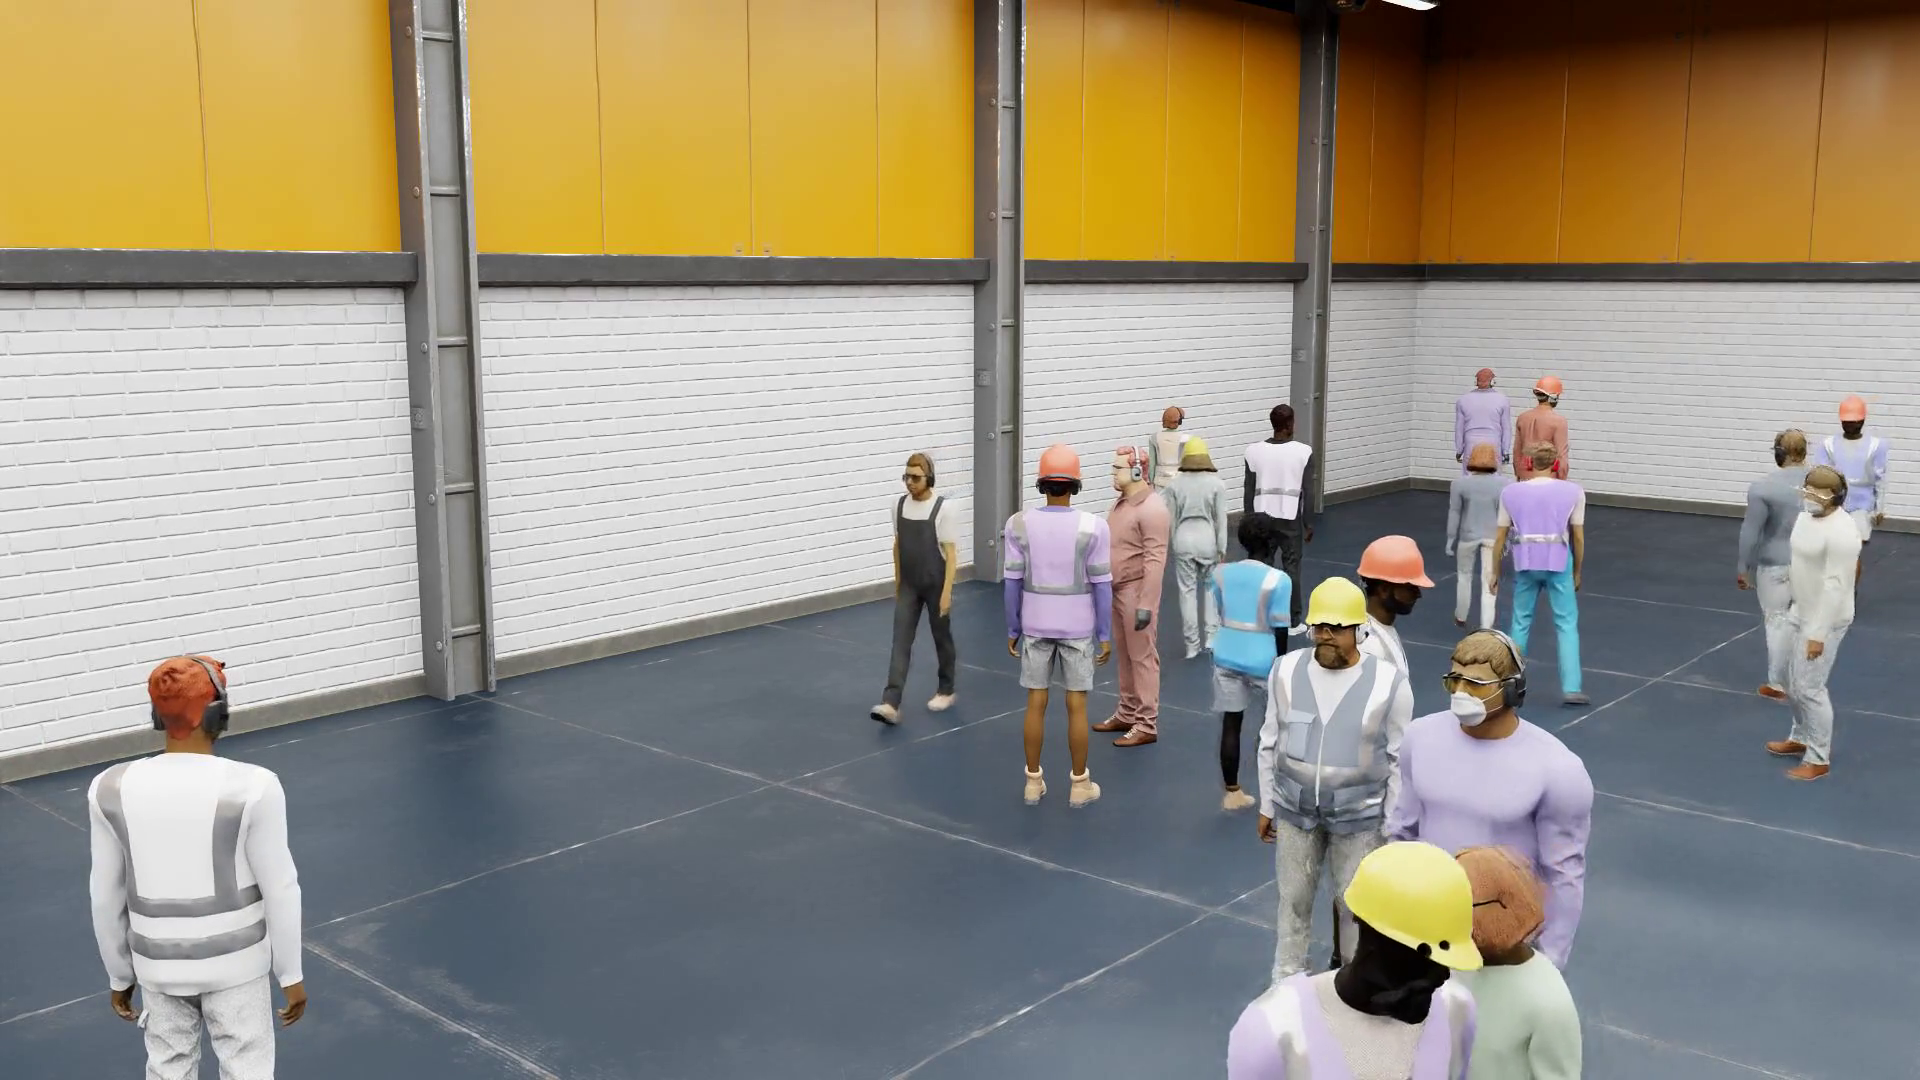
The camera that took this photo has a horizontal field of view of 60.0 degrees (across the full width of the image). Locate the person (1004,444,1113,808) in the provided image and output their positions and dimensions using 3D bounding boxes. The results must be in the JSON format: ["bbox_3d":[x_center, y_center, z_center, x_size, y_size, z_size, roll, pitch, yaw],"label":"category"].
[{"bbox_3d":[0.553,0.482,9.308,0.614,2.047,0.361,3,9,16],"label":"person"}]

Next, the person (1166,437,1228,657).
[{"bbox_3d":[1.850,0.057,13.031,0.490,1.714,0.445,2,9,15],"label":"person"}]

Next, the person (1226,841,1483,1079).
[{"bbox_3d":[0.802,1.507,3.472,0.599,1.857,0.991,-1,9,-8],"label":"person"}]

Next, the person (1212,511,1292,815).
[{"bbox_3d":[1.653,0.671,9.249,0.525,1.673,0.577,8,12,40],"label":"person"}]

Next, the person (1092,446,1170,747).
[{"bbox_3d":[1.075,0.350,10.576,0.405,1.911,0.636,-2,9,-14],"label":"person"}]

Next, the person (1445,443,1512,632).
[{"bbox_3d":[4.292,-0.006,13.788,0.528,1.615,0.603,2,9,12],"label":"person"}]

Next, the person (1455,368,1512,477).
[{"bbox_3d":[6.104,-1.052,19.405,0.639,1.903,0.407,5,10,28],"label":"person"}]

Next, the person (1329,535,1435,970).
[{"bbox_3d":[1.717,0.935,6.818,0.378,1.932,0.551,3,9,17],"label":"person"}]

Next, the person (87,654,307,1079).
[{"bbox_3d":[-2.225,1.265,4.902,0.585,1.882,0.337,0,9,0],"label":"person"}]

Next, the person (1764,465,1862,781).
[{"bbox_3d":[5.052,0.485,9.810,0.381,1.895,0.733,1,9,5],"label":"person"}]

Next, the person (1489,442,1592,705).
[{"bbox_3d":[4.059,0.241,11.538,0.768,1.821,0.535,5,10,27],"label":"person"}]

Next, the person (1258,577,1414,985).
[{"bbox_3d":[1.431,1.045,6.444,0.589,1.834,0.403,4,10,25],"label":"person"}]

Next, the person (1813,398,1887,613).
[{"bbox_3d":[7.763,-0.287,14.603,0.576,1.893,0.935,6,11,34],"label":"person"}]

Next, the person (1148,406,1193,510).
[{"bbox_3d":[2.177,-0.555,17.101,0.516,1.641,0.308,4,10,25],"label":"person"}]

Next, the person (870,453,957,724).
[{"bbox_3d":[-0.274,0.324,11.087,0.535,1.792,0.951,5,10,27],"label":"person"}]

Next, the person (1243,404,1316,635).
[{"bbox_3d":[2.638,-0.162,13.775,0.587,1.915,0.397,4,10,22],"label":"person"}]

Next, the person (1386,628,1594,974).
[{"bbox_3d":[1.562,1.216,5.043,0.370,1.940,0.627,-8,12,-42],"label":"person"}]

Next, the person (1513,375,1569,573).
[{"bbox_3d":[5.764,-0.631,16.462,0.397,1.992,0.621,-5,10,-30],"label":"person"}]

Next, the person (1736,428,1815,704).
[{"bbox_3d":[5.753,0.180,11.603,0.653,1.917,0.461,-1,9,-6],"label":"person"}]

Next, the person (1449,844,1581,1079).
[{"bbox_3d":[1.466,1.528,4.196,0.616,1.590,0.514,-3,10,-20],"label":"person"}]
